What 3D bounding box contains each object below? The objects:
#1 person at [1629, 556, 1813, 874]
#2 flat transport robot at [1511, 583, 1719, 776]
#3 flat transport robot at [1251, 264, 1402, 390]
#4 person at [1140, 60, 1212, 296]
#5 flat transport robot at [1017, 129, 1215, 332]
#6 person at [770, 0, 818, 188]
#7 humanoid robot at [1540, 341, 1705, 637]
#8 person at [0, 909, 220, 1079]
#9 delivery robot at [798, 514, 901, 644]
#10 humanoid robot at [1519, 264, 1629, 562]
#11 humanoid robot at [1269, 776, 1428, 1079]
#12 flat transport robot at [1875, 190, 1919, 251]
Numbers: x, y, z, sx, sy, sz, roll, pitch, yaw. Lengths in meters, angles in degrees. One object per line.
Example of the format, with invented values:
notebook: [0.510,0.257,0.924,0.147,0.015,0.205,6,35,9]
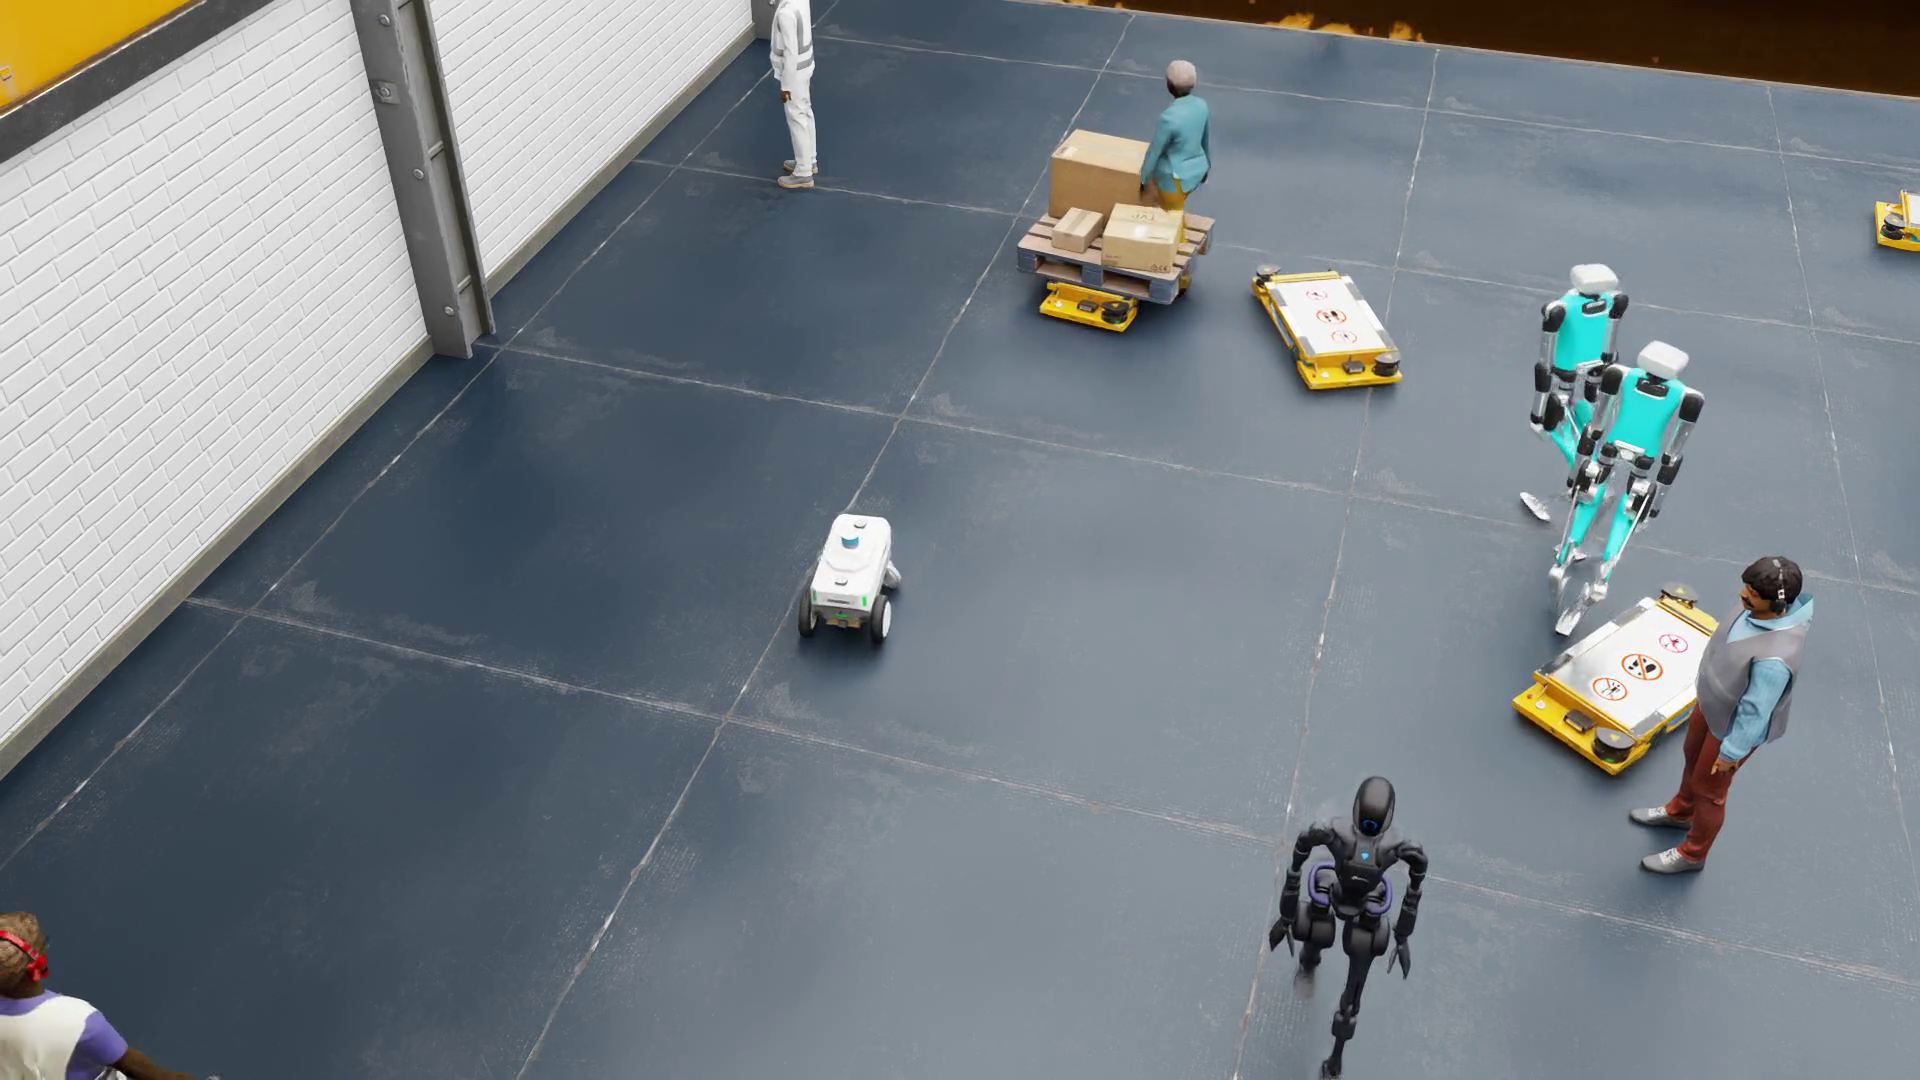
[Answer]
person: [3.575,0.822,7.706,0.422,1.869,0.546,5,39,7]
flat transport robot: [3.744,0.735,9.090,1.431,0.231,0.659,-26,45,-28]
flat transport robot: [2.615,-1.553,11.937,0.659,0.231,1.431,-5,39,-7]
person: [1.522,-2.667,12.149,0.548,1.725,0.711,-31,48,-33]
flat transport robot: [1.174,-2.036,12.537,0.659,0.231,1.431,16,42,19]
person: [-1.347,-3.763,13.399,0.340,1.880,0.582,4,39,6]
humanoid robot: [3.509,-0.138,9.068,0.535,1.848,0.778,24,44,27]
person: [-3.241,2.032,6.255,0.595,1.793,0.956,12,40,15]
delivery robot: [-0.617,0.213,9.513,0.512,0.598,0.769,6,39,7]
humanoid robot: [3.686,-0.631,9.639,0.529,1.748,0.976,-12,40,-15]
humanoid robot: [1.621,1.566,6.973,0.597,1.632,0.786,8,39,9]
flat transport robot: [7.957,-2.400,12.990,1.431,0.231,0.659,14,41,16]
